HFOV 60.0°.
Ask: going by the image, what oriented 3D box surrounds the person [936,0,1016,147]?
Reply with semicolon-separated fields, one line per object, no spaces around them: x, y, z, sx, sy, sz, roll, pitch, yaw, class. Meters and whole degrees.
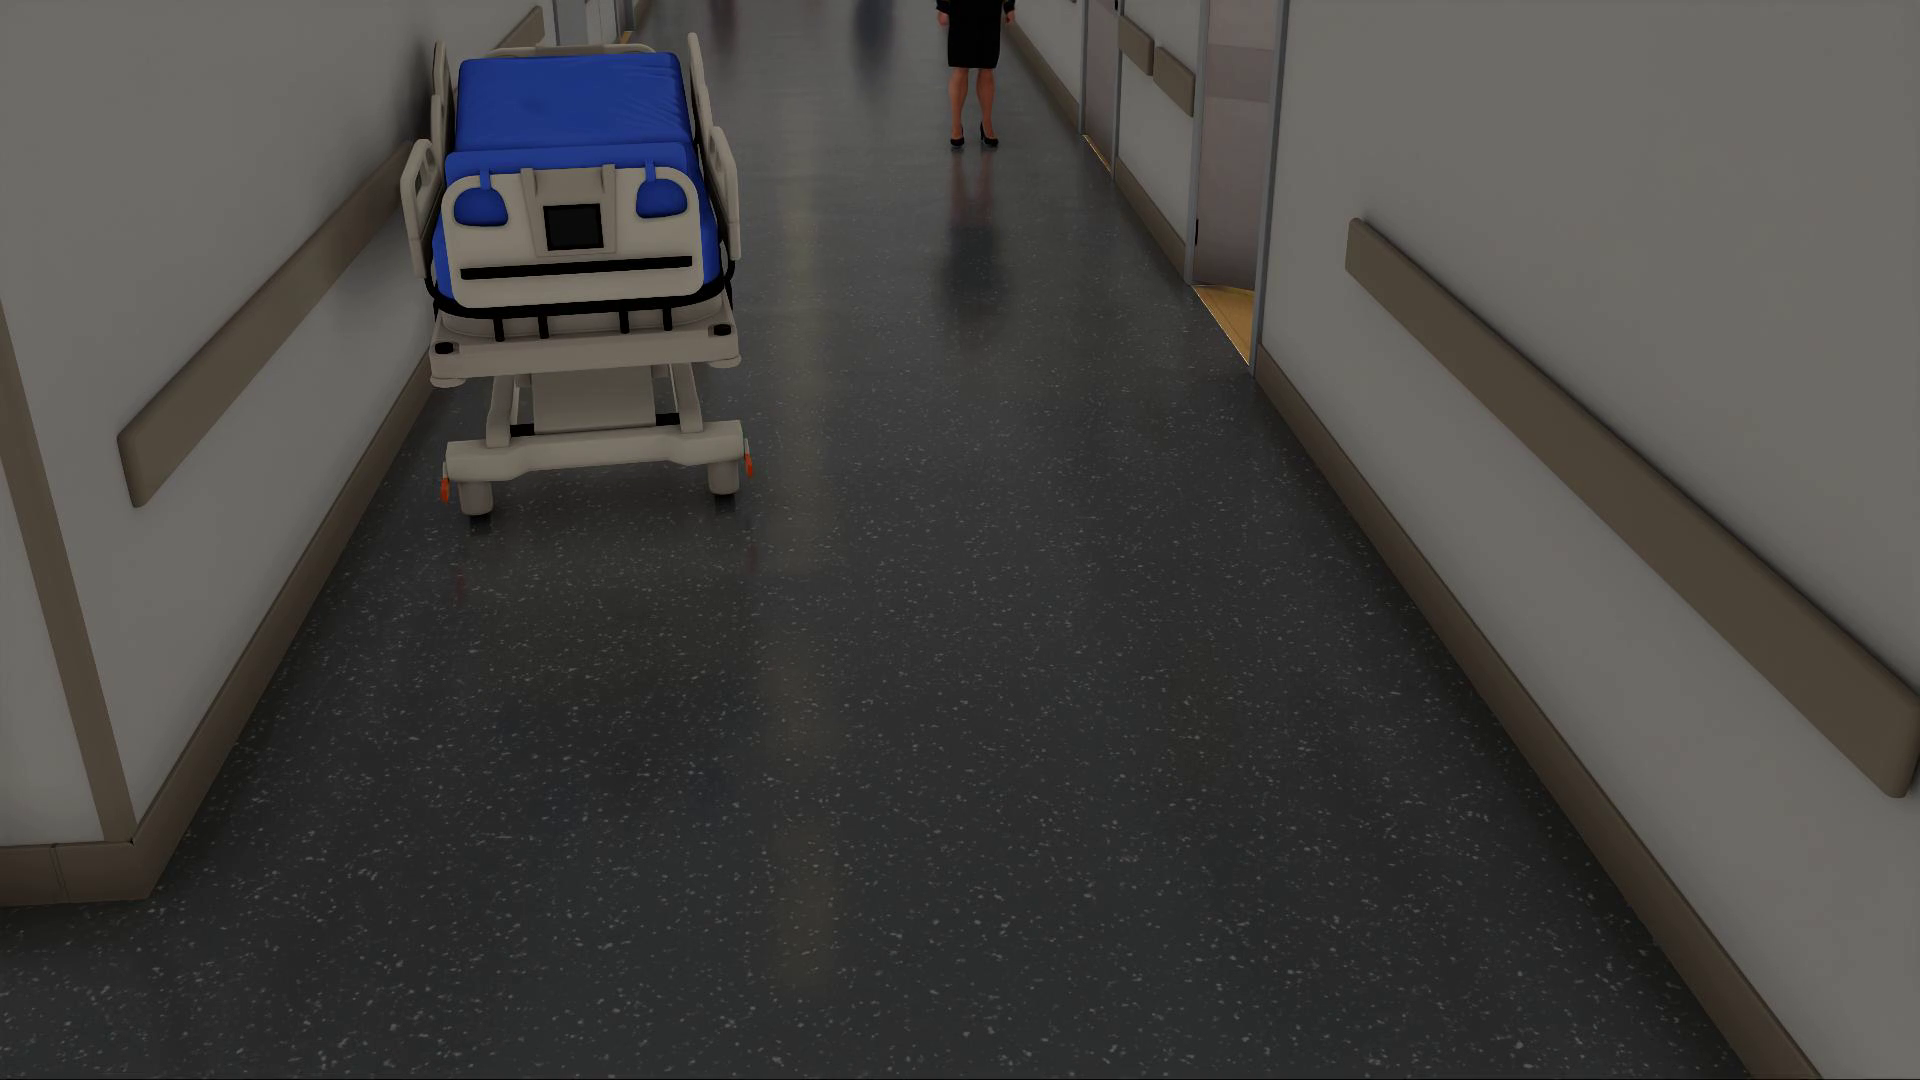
0.103;-3.429;10.850;0.557;1.671;0.750;-3;26;-6;person
